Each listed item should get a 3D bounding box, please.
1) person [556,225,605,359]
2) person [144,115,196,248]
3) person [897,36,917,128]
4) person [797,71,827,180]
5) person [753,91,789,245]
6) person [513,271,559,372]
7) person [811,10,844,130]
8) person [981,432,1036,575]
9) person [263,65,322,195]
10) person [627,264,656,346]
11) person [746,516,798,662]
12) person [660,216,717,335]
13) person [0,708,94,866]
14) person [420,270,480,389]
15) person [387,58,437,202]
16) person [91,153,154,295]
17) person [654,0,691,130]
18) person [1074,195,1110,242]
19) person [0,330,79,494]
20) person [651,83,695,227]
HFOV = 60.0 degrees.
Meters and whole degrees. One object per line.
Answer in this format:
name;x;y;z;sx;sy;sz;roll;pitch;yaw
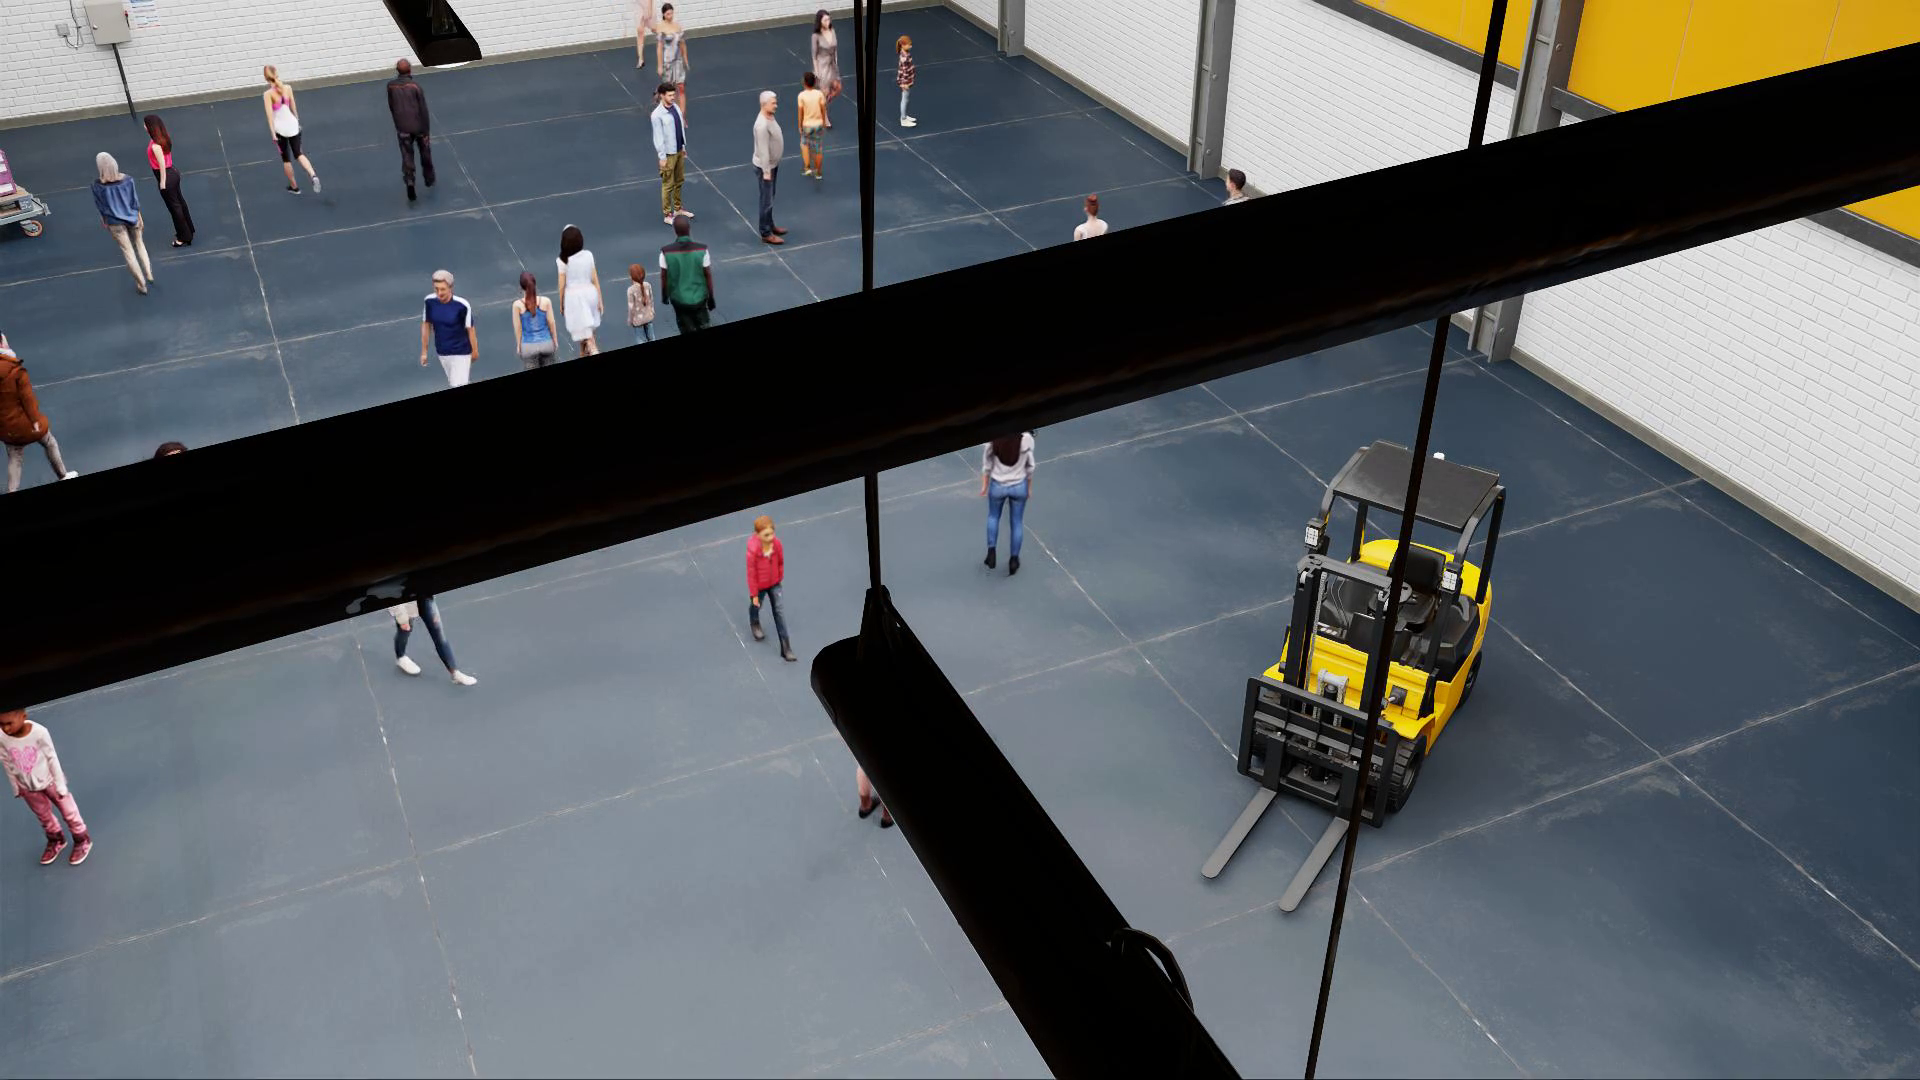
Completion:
person;-3.910;-2.355;17.392;0.787;1.762;1.250;-21;39;-28
person;-9.863;-4.489;20.694;0.691;1.660;0.537;-5;34;-8
person;-0.808;-6.754;24.423;0.656;1.306;0.552;0;34;0
person;-1.986;-5.593;22.544;0.592;1.452;0.609;-6;34;-9
person;-2.401;-4.663;20.738;0.889;1.903;0.764;2;34;4
person;-4.307;-1.953;16.931;0.594;1.603;0.773;-12;35;-17
person;-1.997;-6.862;24.198;0.720;1.734;0.770;-29;43;-36
person;0.422;-0.440;14.647;0.742;1.611;0.772;0;34;0
person;-8.817;-5.367;21.914;1.076;1.773;0.892;23;40;30
person;-3.451;-2.430;18.018;0.544;1.194;0.542;-28;43;-35
person;-1.651;0.348;13.758;0.547;1.283;0.928;-17;37;-24
person;-2.851;-2.498;17.555;0.772;1.820;0.743;-7;34;-10
person;-6.440;1.655;11.644;0.594;1.447;0.598;-2;34;-3
person;-5.031;-1.922;16.715;1.081;1.790;1.144;12;35;17
person;-7.272;-5.419;21.969;0.939;1.799;1.252;-2;34;-4
person;-9.762;-3.677;19.454;0.700;1.682;0.790;-23;40;-30
person;-4.248;-6.922;24.230;0.787;1.799;1.015;-27;42;-34
person;1.426;-2.937;18.233;0.557;1.801;0.461;-14;36;-20
person;-8.775;-1.057;15.402;1.006;1.804;1.237;0;34;0
person;-3.700;-4.949;21.251;0.784;1.810;0.756;16;37;22
